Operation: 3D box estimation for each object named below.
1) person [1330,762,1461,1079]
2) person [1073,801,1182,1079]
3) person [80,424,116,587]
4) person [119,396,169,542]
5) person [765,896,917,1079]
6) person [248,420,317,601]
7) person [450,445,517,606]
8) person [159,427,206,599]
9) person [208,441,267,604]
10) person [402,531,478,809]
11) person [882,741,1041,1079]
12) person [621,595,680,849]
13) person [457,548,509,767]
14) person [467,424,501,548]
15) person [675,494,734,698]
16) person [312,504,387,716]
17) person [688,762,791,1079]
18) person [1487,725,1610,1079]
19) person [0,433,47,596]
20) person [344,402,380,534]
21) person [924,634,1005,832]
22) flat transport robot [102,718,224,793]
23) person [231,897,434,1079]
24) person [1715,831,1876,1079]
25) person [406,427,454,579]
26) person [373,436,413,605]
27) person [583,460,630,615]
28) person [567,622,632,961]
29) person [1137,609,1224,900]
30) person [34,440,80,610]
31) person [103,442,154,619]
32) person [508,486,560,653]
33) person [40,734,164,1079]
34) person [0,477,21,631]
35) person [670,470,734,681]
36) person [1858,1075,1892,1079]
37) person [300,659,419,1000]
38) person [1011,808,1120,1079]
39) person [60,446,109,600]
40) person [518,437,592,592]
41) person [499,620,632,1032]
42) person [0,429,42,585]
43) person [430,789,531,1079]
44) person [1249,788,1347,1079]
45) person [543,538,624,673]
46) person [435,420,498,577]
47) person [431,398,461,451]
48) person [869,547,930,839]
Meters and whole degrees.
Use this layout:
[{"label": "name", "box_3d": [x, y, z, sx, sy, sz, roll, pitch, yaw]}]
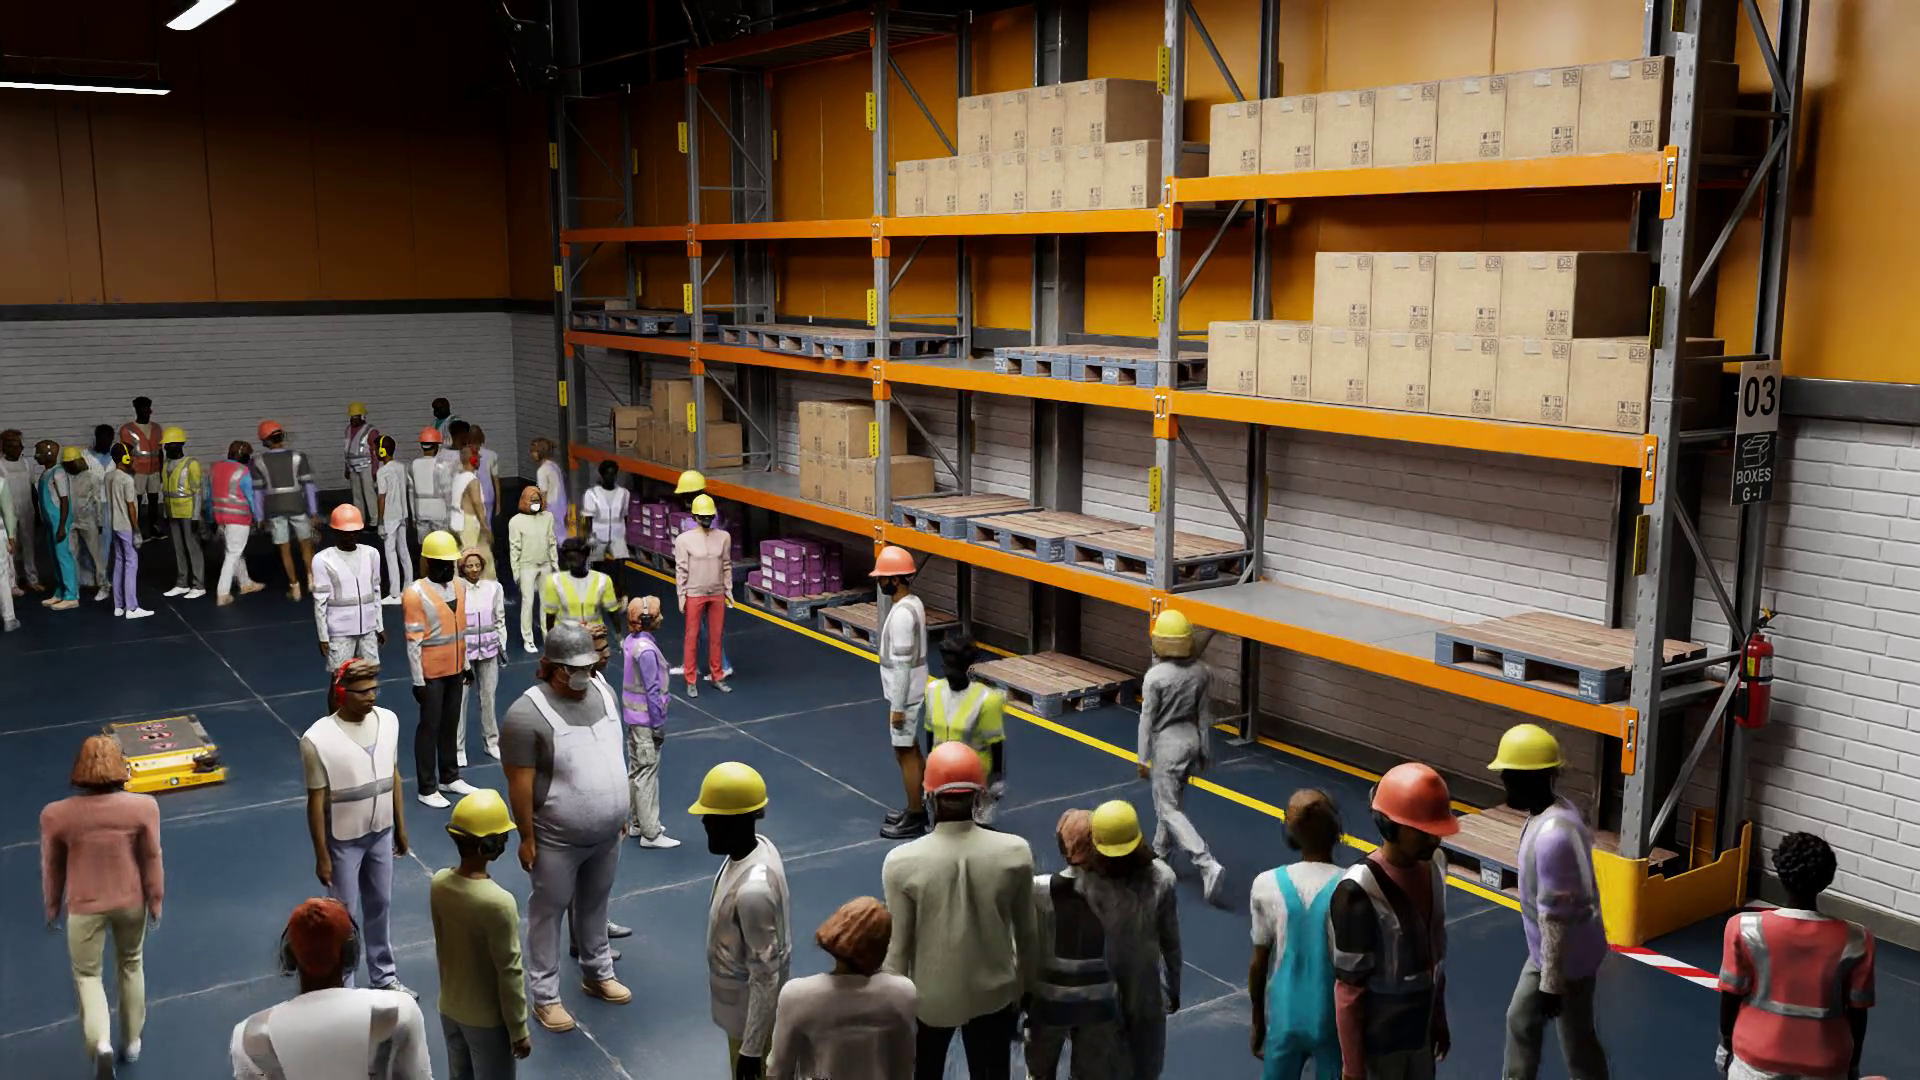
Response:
[{"label": "person", "box_3d": [1.593, 1.777, 6.029, 0.618, 2.028, 0.409, -9, 13, -43]}, {"label": "person", "box_3d": [0.618, 1.809, 6.753, 0.520, 1.706, 0.690, -2, 10, -13]}, {"label": "person", "box_3d": [-9.893, -0.385, 19.138, 0.453, 1.884, 0.653, 6, 11, 31]}, {"label": "person", "box_3d": [-10.896, -0.947, 22.243, 0.396, 1.957, 0.599, 5, 11, 29]}, {"label": "person", "box_3d": [-0.413, 2.033, 5.776, 0.563, 1.602, 0.343, -4, 10, -21]}, {"label": "person", "box_3d": [-7.498, -0.320, 18.418, 0.643, 2.005, 0.495, -5, 11, -29]}, {"label": "person", "box_3d": [-5.269, -0.117, 17.830, 0.909, 1.801, 0.567, -4, 11, -24]}, {"label": "person", "box_3d": [-8.681, -0.305, 18.539, 0.585, 1.929, 0.371, 5, 11, 28]}, {"label": "person", "box_3d": [-8.032, -0.211, 18.428, 0.640, 1.781, 0.816, 6, 11, 29]}, {"label": "person", "box_3d": [-3.590, 0.884, 11.565, 0.384, 1.925, 0.593, 4, 10, 21]}, {"label": "person", "box_3d": [0.016, 1.754, 6.451, 0.652, 1.943, 0.976, -2, 10, -11]}, {"label": "person", "box_3d": [-2.024, 1.167, 10.740, 0.309, 1.641, 0.513, -5, 11, -25]}, {"label": "person", "box_3d": [-3.646, 0.868, 12.495, 0.514, 1.642, 0.310, -7, 12, -36]}, {"label": "person", "box_3d": [-5.689, -0.444, 19.657, 0.547, 1.821, 0.602, -5, 11, -25]}, {"label": "person", "box_3d": [-2.204, 0.478, 14.419, 0.533, 1.768, 0.311, -6, 11, -32]}, {"label": "person", "box_3d": [-4.653, 0.676, 12.754, 0.372, 1.935, 0.551, 9, 13, 41]}, {"label": "person", "box_3d": [-0.824, 1.777, 6.320, 0.373, 1.925, 0.595, -2, 10, -11]}, {"label": "person", "box_3d": [2.422, 1.706, 6.889, 0.666, 1.885, 0.583, 2, 10, 14]}, {"label": "person", "box_3d": [-10.610, -0.286, 18.701, 0.340, 1.840, 0.504, 6, 11, 30]}, {"label": "person", "box_3d": [-8.253, -0.997, 22.926, 0.599, 1.824, 0.403, 6, 11, 30]}, {"label": "person", "box_3d": [0.071, 1.327, 9.706, 0.556, 1.670, 0.618, 6, 12, 33]}, {"label": "flat transport robot", "box_3d": [-5.954, 1.571, 12.384, 0.652, 0.197, 1.431, -6, 11, -32]}, {"label": "person", "box_3d": [-1.908, 2.013, 5.245, 0.648, 1.816, 1.015, -3, 10, -16]}, {"label": "person", "box_3d": [3.090, 1.918, 6.192, 0.536, 1.692, 0.320, 3, 10, 15]}, {"label": "person", "box_3d": [-5.834, -0.285, 18.434, 0.550, 1.925, 0.390, 3, 10, 16]}, {"label": "person", "box_3d": [-6.227, -0.216, 18.230, 0.333, 1.860, 0.509, 3, 10, 16]}, {"label": "person", "box_3d": [-3.797, -0.051, 17.860, 0.528, 1.651, 0.920, -4, 11, -23]}, {"label": "person", "box_3d": [-2.033, 1.350, 9.064, 0.389, 1.846, 0.566, 0, 10, 1]}, {"label": "person", "box_3d": [1.322, 1.271, 9.940, 0.490, 1.715, 0.776, -7, 12, -34]}, {"label": "person", "box_3d": [-9.787, -0.169, 17.981, 0.336, 1.845, 0.514, -9, 13, -44]}, {"label": "person", "box_3d": [-8.799, -0.100, 17.540, 0.511, 1.863, 0.327, 7, 12, 35]}, {"label": "person", "box_3d": [-4.091, 0.278, 16.015, 0.298, 1.622, 0.504, 9, 13, 42]}, {"label": "person", "box_3d": [-3.925, 1.706, 7.663, 0.503, 1.609, 0.631, -6, 11, -31]}, {"label": "person", "box_3d": [-9.877, -0.019, 16.816, 0.603, 1.943, 0.398, -4, 10, -21]}, {"label": "person", "box_3d": [-2.346, 0.331, 14.913, 0.573, 1.938, 0.619, 1, 10, 7]}, {"label": "person", "box_3d": [2.183, 2.204, 3.951, 0.660, 1.894, 0.412, -1, 10, -7]}, {"label": "person", "box_3d": [-3.019, 1.484, 8.311, 0.389, 1.838, 0.562, 5, 11, 27]}, {"label": "person", "box_3d": [0.452, 1.873, 6.632, 0.544, 1.617, 0.393, -1, 10, -3]}, {"label": "person", "box_3d": [-9.769, -0.189, 18.434, 0.493, 1.731, 0.330, -1, 10, -5]}, {"label": "person", "box_3d": [-4.505, -0.266, 18.732, 0.956, 1.801, 0.508, 0, 10, -2]}, {"label": "person", "box_3d": [-1.892, 1.388, 8.268, 0.536, 2.000, 0.688, 7, 12, 36]}, {"label": "person", "box_3d": [-10.976, -0.382, 19.310, 0.506, 1.819, 0.556, -2, 10, -13]}, {"label": "person", "box_3d": [-1.849, 1.834, 6.491, 0.524, 1.761, 0.338, 9, 13, 41]}, {"label": "person", "box_3d": [1.303, 1.849, 6.261, 0.640, 1.815, 0.393, 6, 11, 30]}, {"label": "person", "box_3d": [-2.865, 0.802, 12.804, 0.597, 1.658, 0.702, -5, 11, -28]}, {"label": "person", "box_3d": [-5.758, -0.440, 19.334, 0.608, 1.915, 0.989, 8, 12, 38]}, {"label": "person", "box_3d": [-7.248, -1.093, 23.463, 0.639, 1.830, 0.429, 8, 13, 40]}, {"label": "person", "box_3d": [-0.396, 0.997, 10.919, 0.388, 1.927, 0.547, 1, 10, 6]}]
